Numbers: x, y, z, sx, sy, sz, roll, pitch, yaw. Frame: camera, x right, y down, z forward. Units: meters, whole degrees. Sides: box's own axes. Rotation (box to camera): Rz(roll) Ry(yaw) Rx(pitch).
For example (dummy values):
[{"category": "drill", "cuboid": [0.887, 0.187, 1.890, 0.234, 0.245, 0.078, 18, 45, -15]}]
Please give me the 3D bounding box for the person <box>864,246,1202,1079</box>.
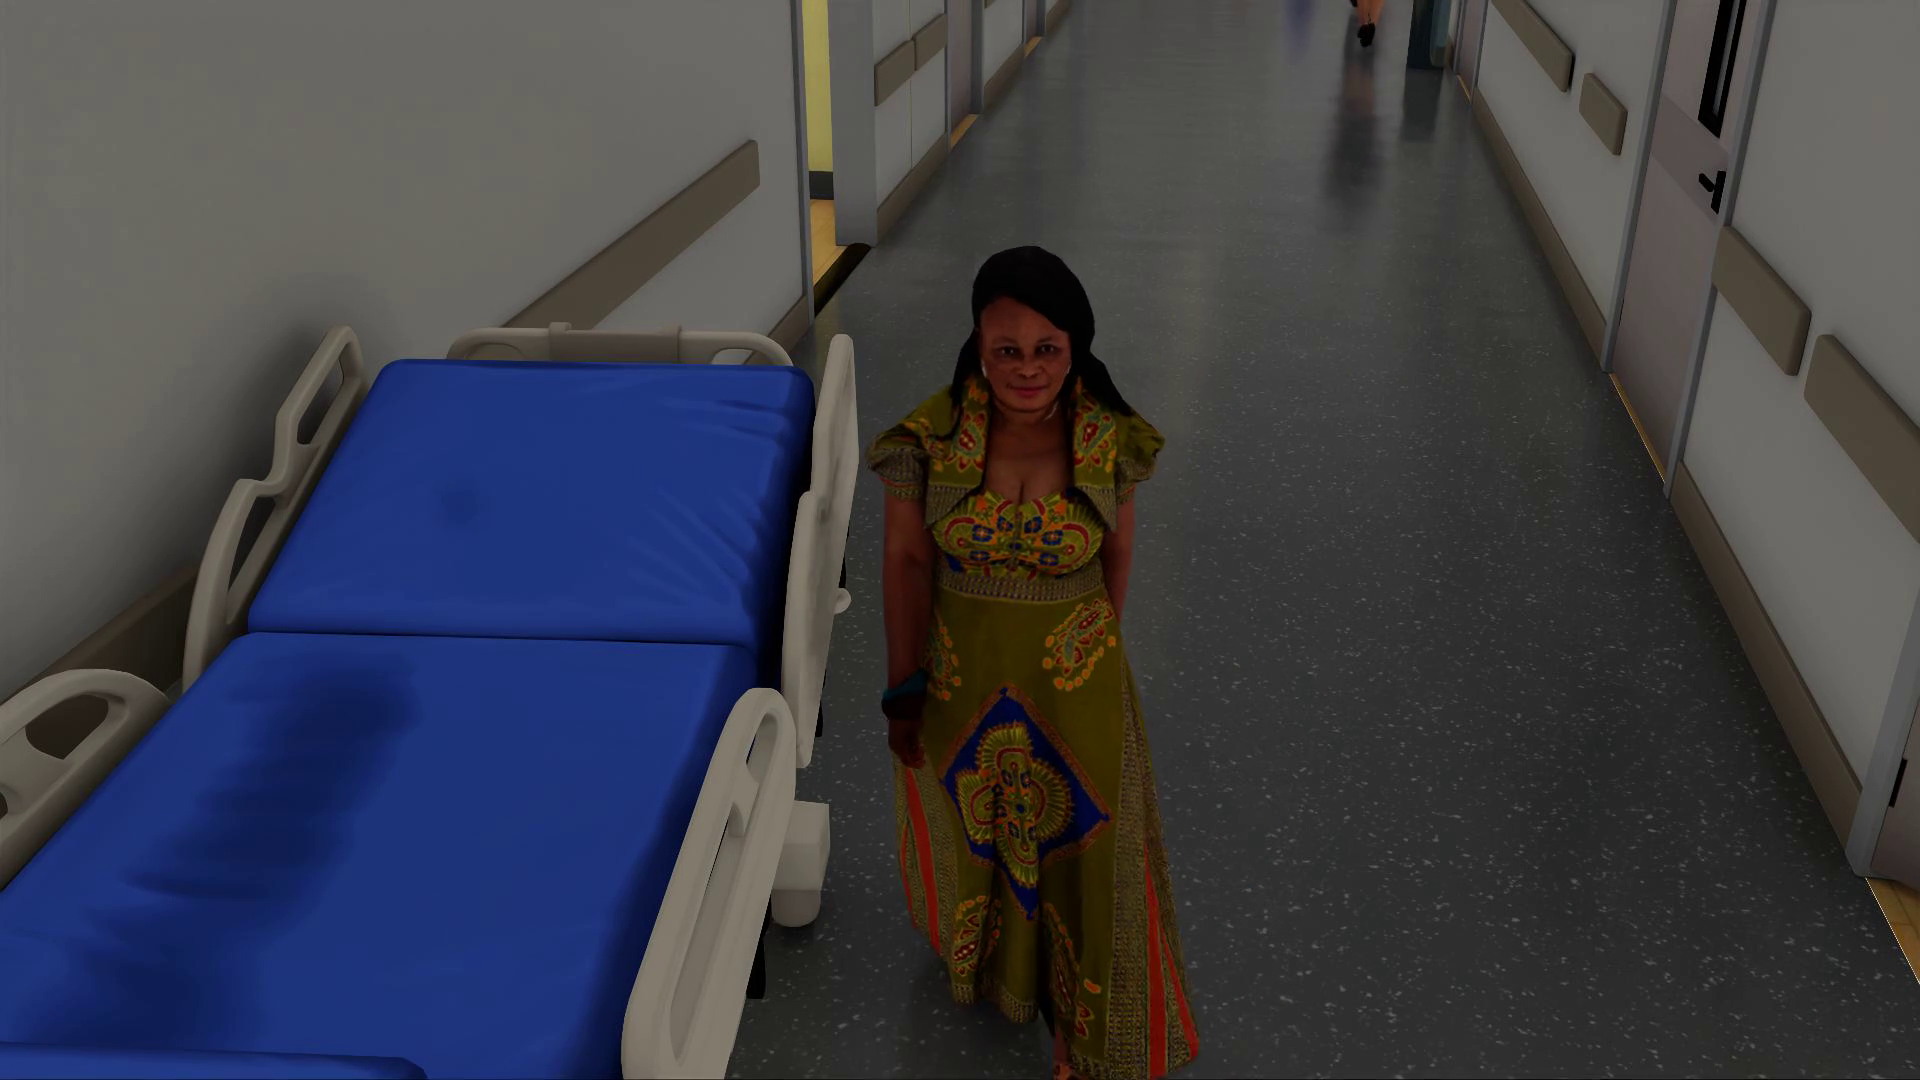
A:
[{"category": "person", "cuboid": [0.086, 0.221, 3.222, 0.989, 1.634, 0.961, -1, 26, -1]}]
